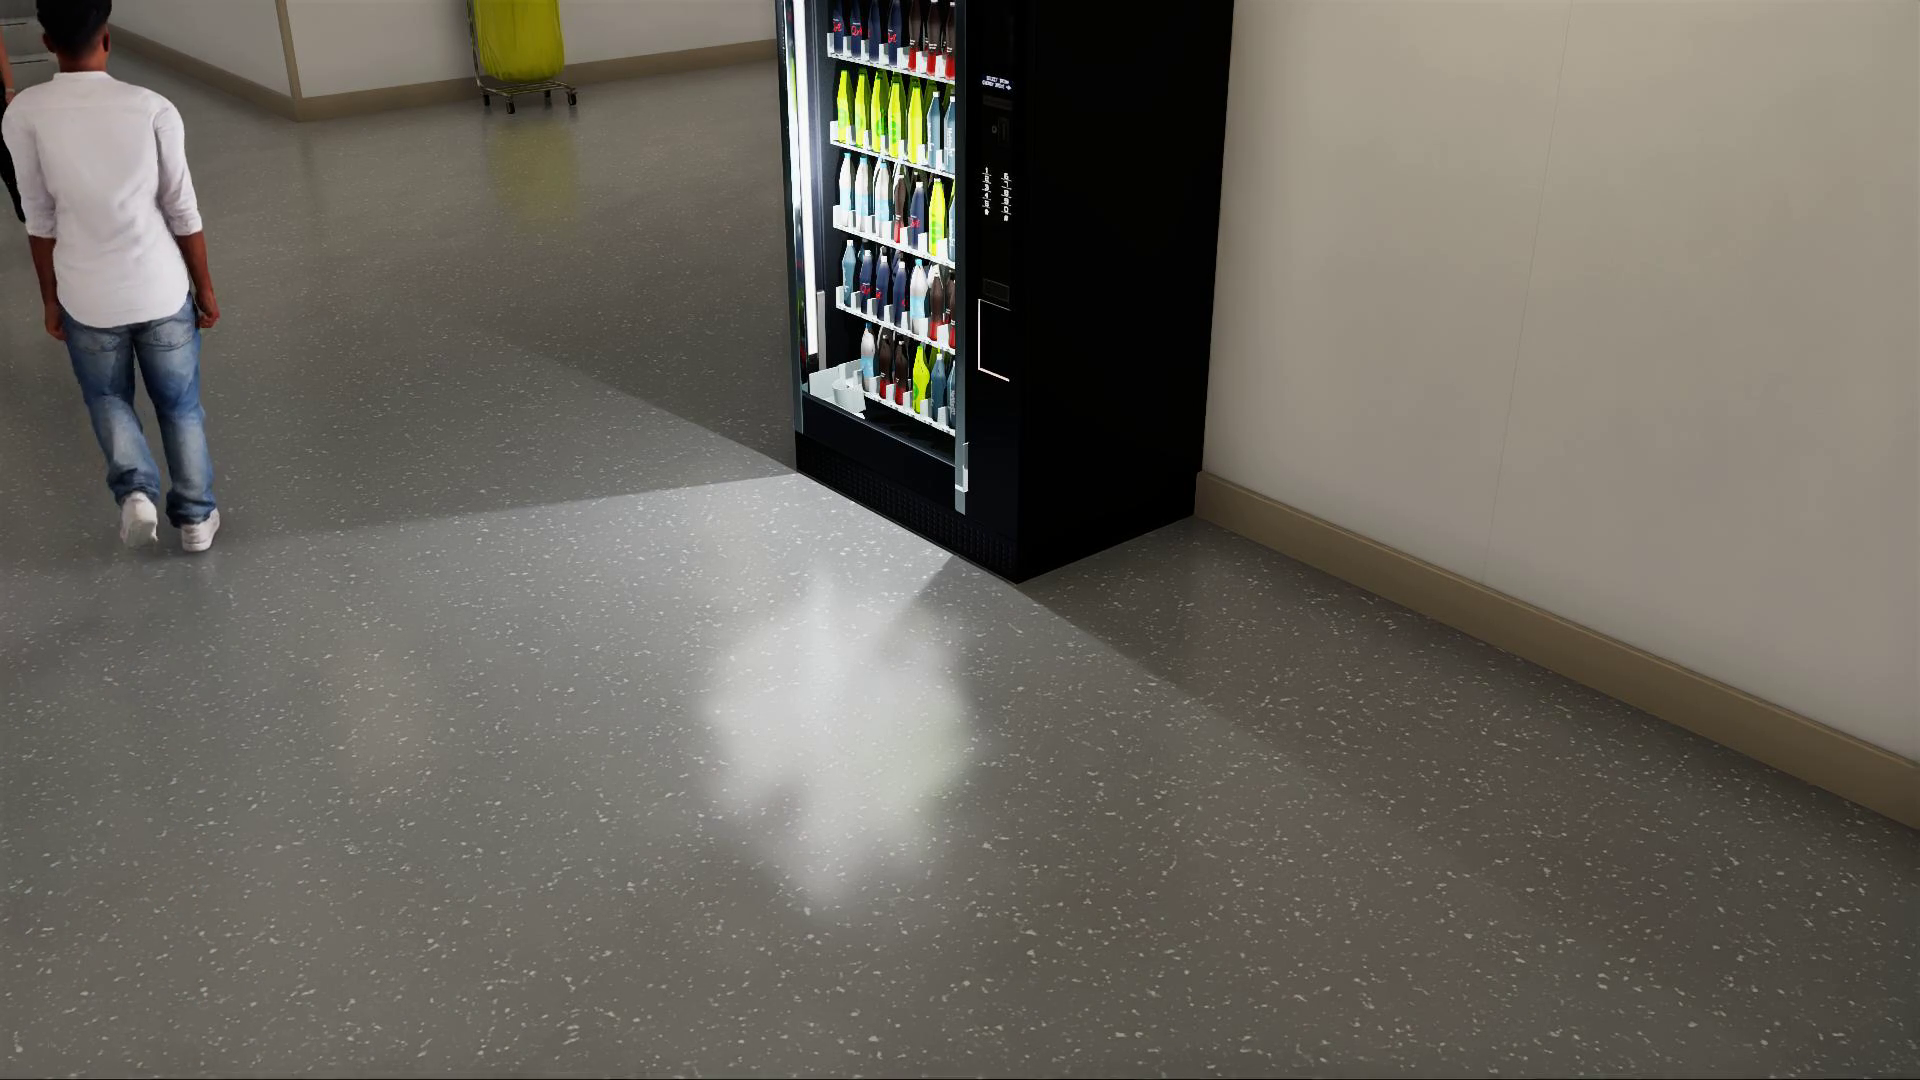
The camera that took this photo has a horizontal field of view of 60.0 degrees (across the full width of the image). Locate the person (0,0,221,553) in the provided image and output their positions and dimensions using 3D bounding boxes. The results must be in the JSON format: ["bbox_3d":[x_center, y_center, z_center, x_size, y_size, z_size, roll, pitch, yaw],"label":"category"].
[{"bbox_3d":[-2.556,-0.755,5.053,0.783,1.801,0.876,-9,27,-19],"label":"person"}]

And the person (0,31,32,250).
[{"bbox_3d":[-4.910,-2.237,8.188,0.656,1.747,0.606,-14,29,-27],"label":"person"}]
